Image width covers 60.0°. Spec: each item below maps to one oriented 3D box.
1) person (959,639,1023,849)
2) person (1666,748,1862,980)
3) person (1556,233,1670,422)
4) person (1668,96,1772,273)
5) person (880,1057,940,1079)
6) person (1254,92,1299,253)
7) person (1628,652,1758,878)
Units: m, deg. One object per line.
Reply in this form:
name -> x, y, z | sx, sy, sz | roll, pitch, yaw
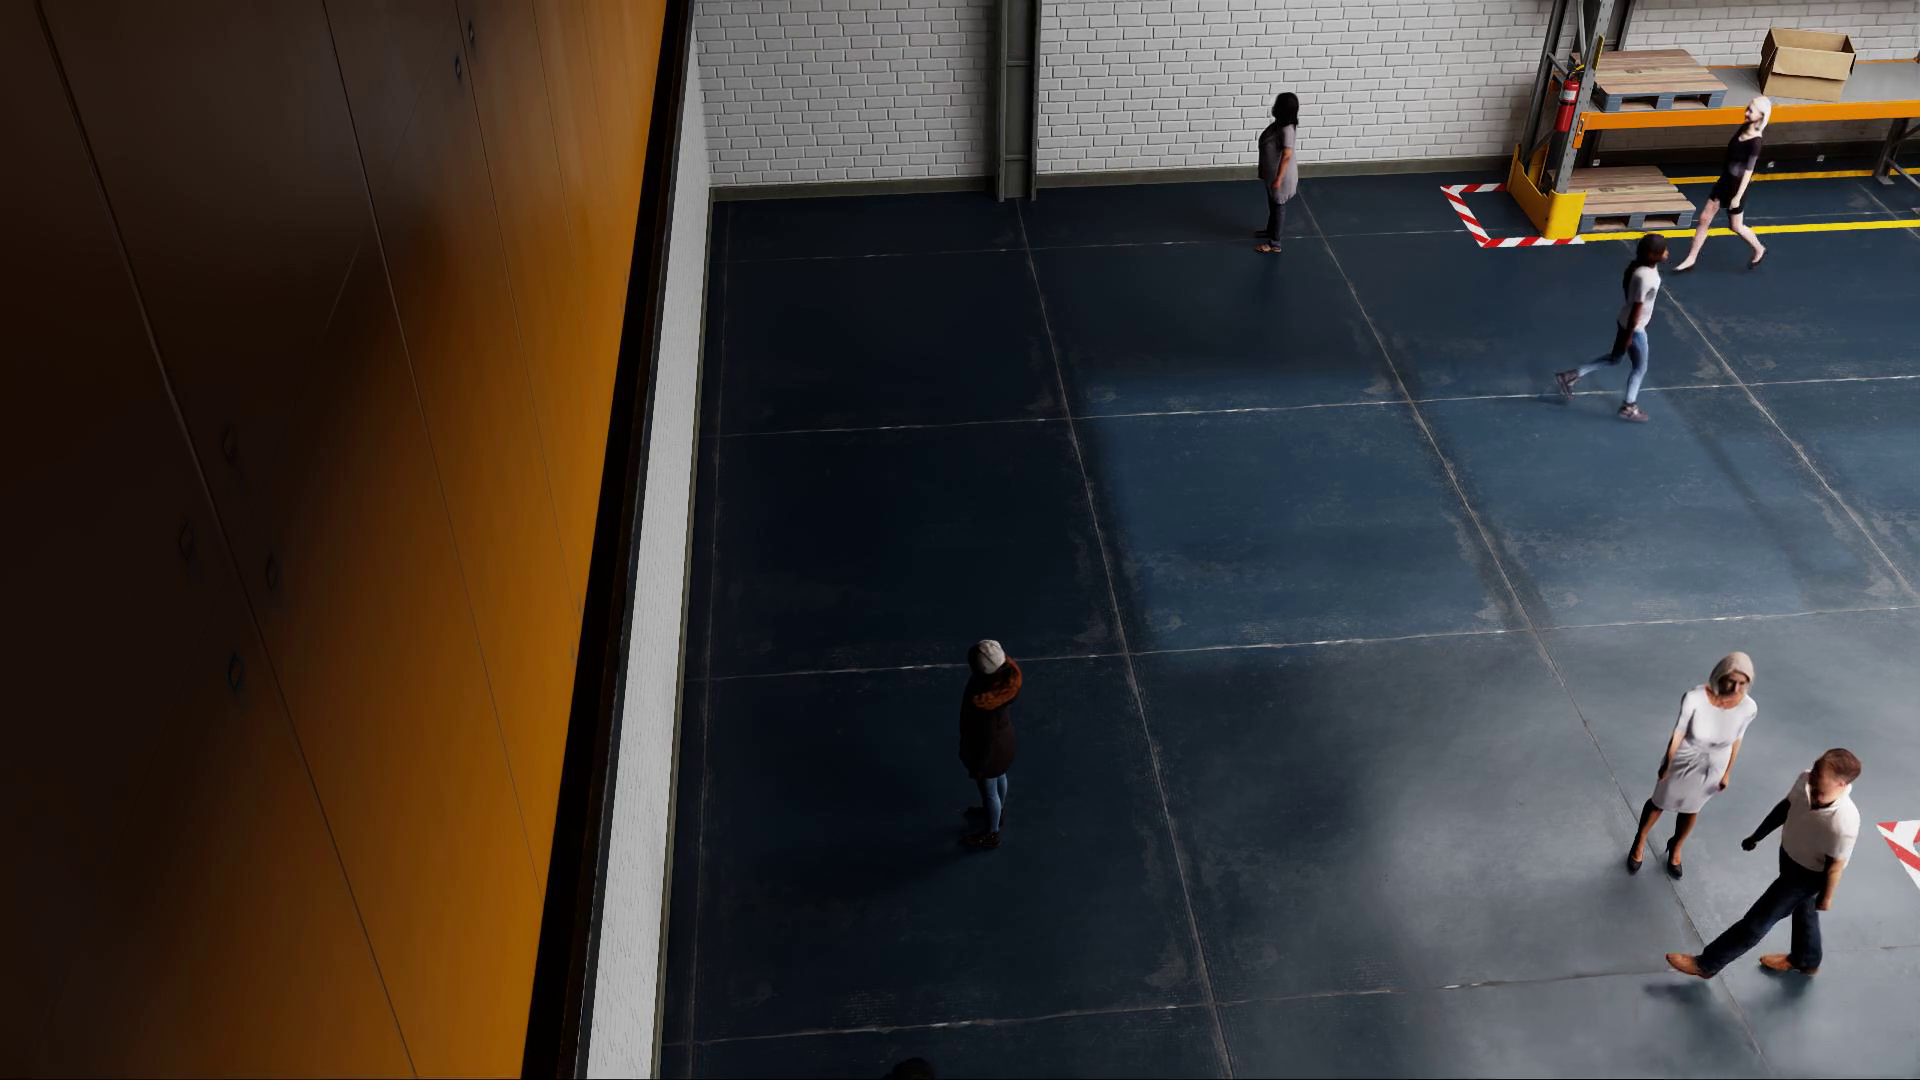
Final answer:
person -> 0.182, 1.228, 10.125 | 0.716, 1.637, 0.710 | 9, 39, 11
person -> 4.783, 1.843, 9.210 | 1.200, 1.817, 0.852 | 6, 39, 7
person -> 5.507, -1.777, 13.841 | 1.131, 1.695, 0.883 | 13, 40, 15
person -> 7.371, -3.290, 15.654 | 1.142, 1.797, 0.626 | -2, 39, -3
person -> -0.199, 2.969, 7.873 | 0.678, 1.726, 0.759 | 23, 44, 26
person -> 3.115, -3.602, 16.194 | 0.707, 1.609, 0.681 | 4, 39, 5
person -> 4.378, 1.326, 9.910 | 0.524, 1.751, 0.671 | 6, 39, 8
